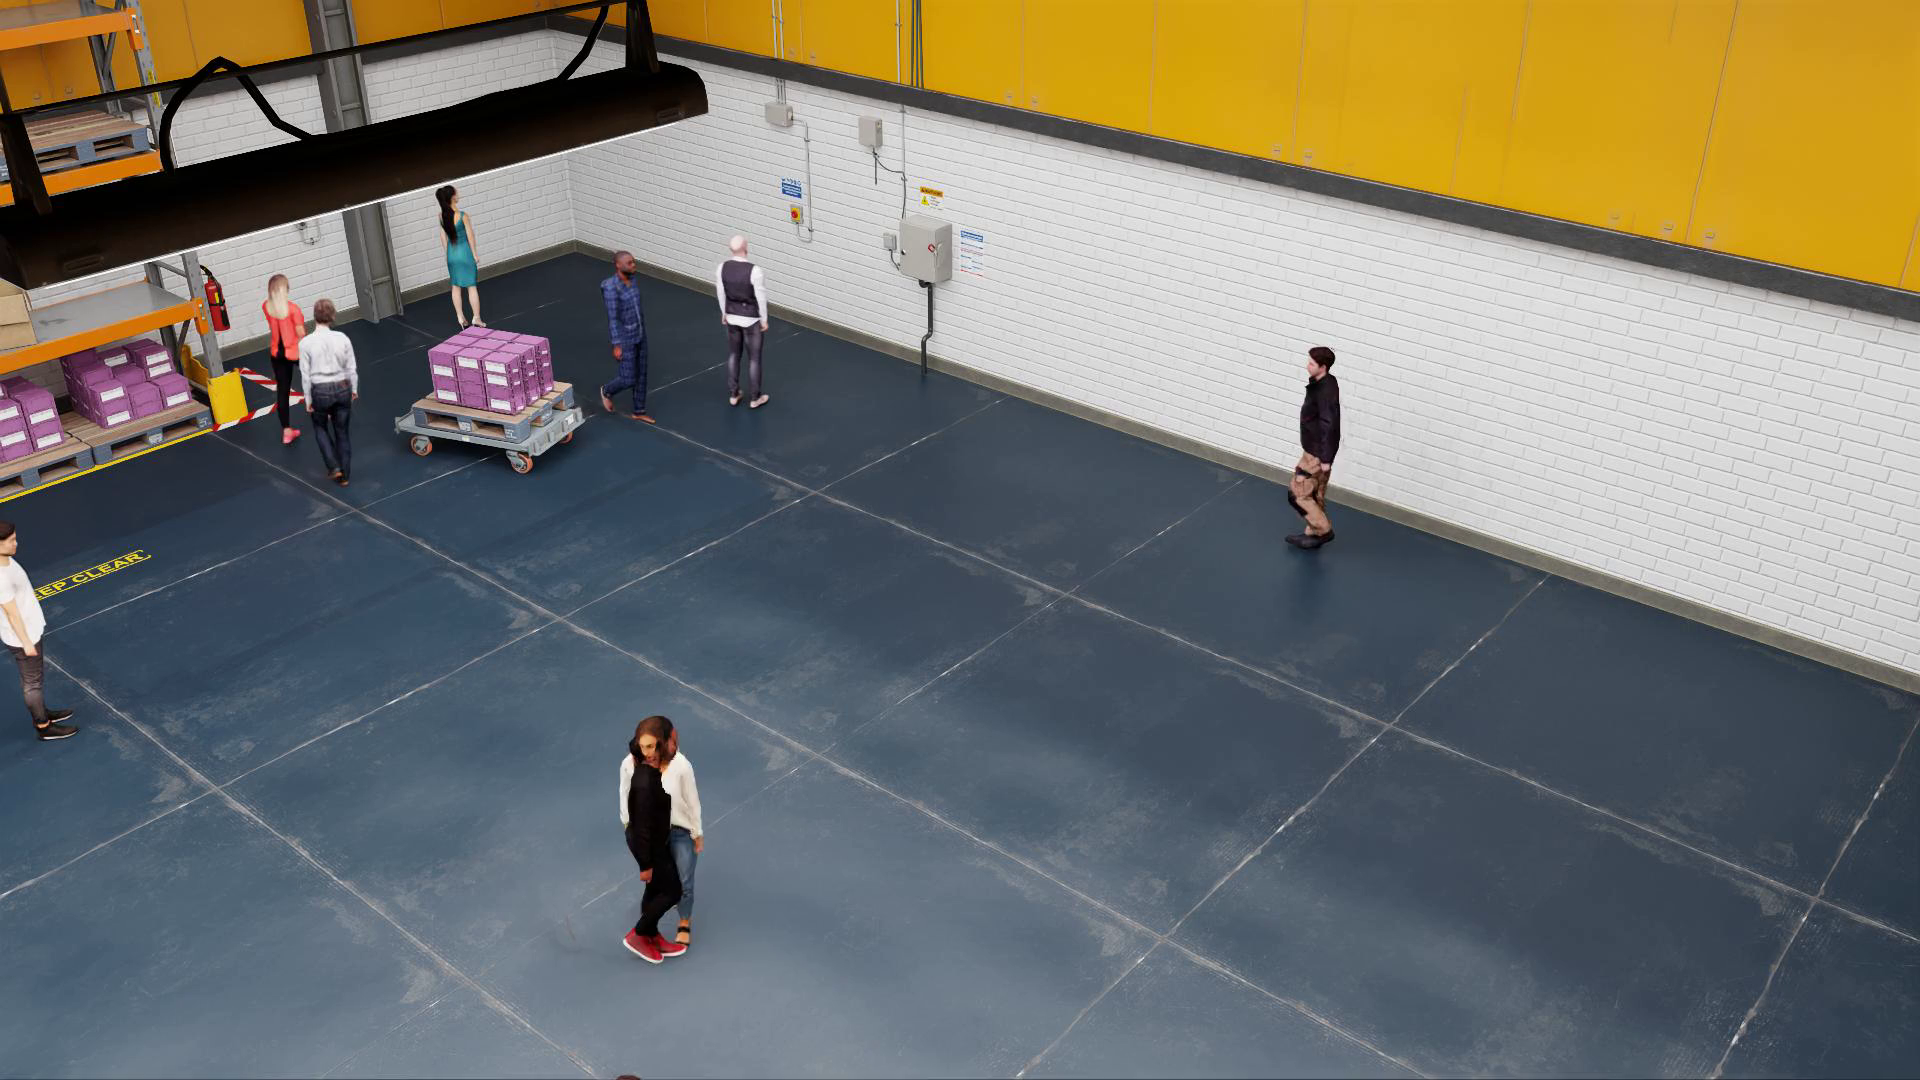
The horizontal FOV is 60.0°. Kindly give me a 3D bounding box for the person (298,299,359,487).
[{"bbox_3d":[-5.820,-1.327,15.438,0.691,1.794,0.821,-17,33,-28],"label":"person"}]

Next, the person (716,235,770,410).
[{"bbox_3d":[-2.223,-2.229,17.068,0.762,1.817,0.722,10,30,17],"label":"person"}]

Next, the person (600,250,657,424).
[{"bbox_3d":[-3.404,-2.036,16.726,0.844,1.806,0.842,13,31,22],"label":"person"}]

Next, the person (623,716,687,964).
[{"bbox_3d":[-1.903,1.804,9.855,0.857,1.644,0.795,1,29,1],"label":"person"}]

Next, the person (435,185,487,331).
[{"bbox_3d":[-5.720,-3.227,19.031,0.620,1.689,0.623,6,29,10],"label":"person"}]

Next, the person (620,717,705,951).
[{"bbox_3d":[-1.754,1.694,10.036,0.854,1.665,0.917,0,29,0],"label":"person"}]

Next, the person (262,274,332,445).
[{"bbox_3d":[-6.638,-1.752,16.375,0.963,1.643,1.195,5,29,10],"label":"person"}]

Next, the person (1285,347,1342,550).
[{"bbox_3d":[3.166,-0.760,14.277,0.897,1.910,0.796,6,29,11],"label":"person"}]

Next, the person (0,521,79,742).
[{"bbox_3d":[-6.736,0.638,11.917,0.651,1.717,0.691,-16,32,-26],"label":"person"}]
